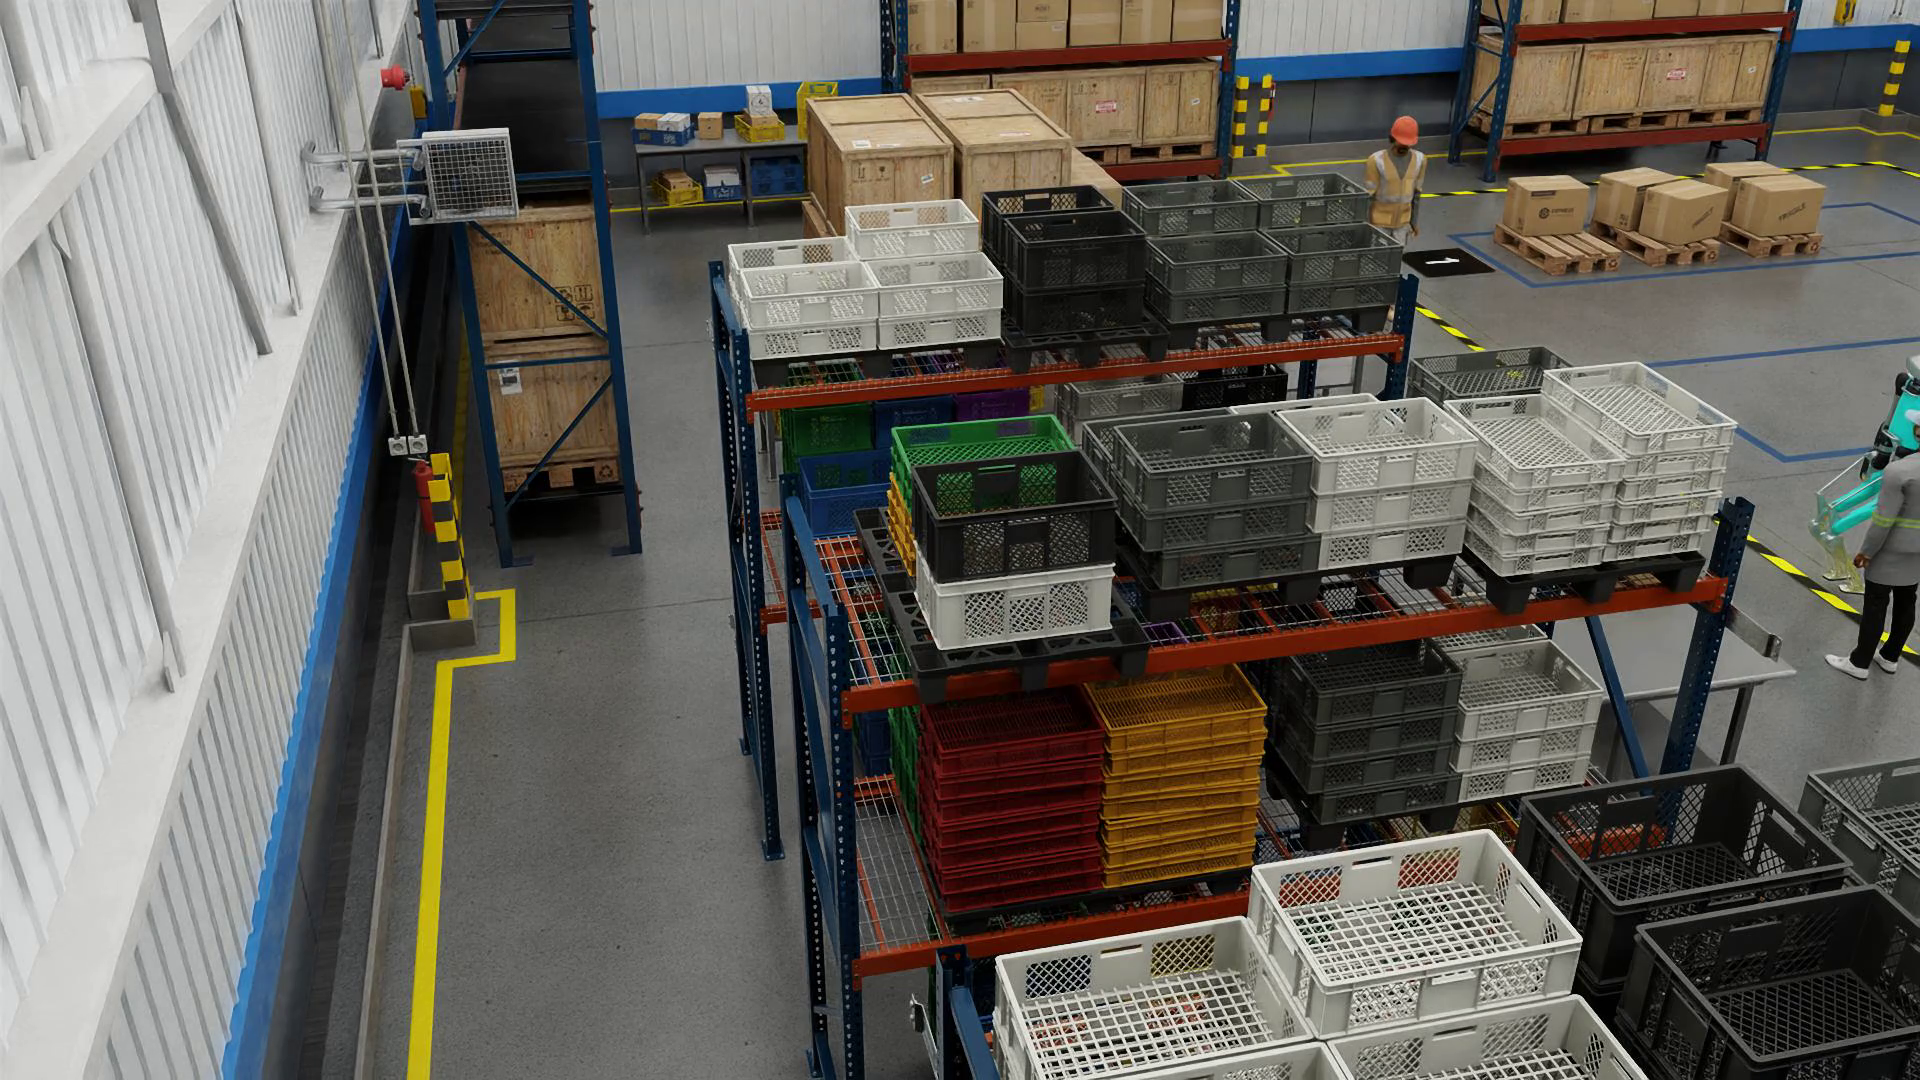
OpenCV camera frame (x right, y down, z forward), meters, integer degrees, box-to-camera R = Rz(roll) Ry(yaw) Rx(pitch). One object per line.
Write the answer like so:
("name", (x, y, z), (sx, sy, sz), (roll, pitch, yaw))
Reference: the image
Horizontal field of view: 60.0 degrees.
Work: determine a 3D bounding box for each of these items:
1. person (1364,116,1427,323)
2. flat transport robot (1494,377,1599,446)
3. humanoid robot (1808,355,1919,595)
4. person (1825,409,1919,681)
("person", (4.143, -3.059, 15.963), (0.607, 2.032, 0.402), (-6, 28, -10))
("flat transport robot", (4.780, -1.036, 14.013), (0.659, 0.231, 1.431), (-6, 28, -12))
("humanoid robot", (6.067, -0.432, 11.146), (0.735, 1.677, 0.533), (-1, 28, -2))
("person", (5.831, 0.016, 10.317), (0.588, 1.852, 0.370), (-8, 29, -14))
